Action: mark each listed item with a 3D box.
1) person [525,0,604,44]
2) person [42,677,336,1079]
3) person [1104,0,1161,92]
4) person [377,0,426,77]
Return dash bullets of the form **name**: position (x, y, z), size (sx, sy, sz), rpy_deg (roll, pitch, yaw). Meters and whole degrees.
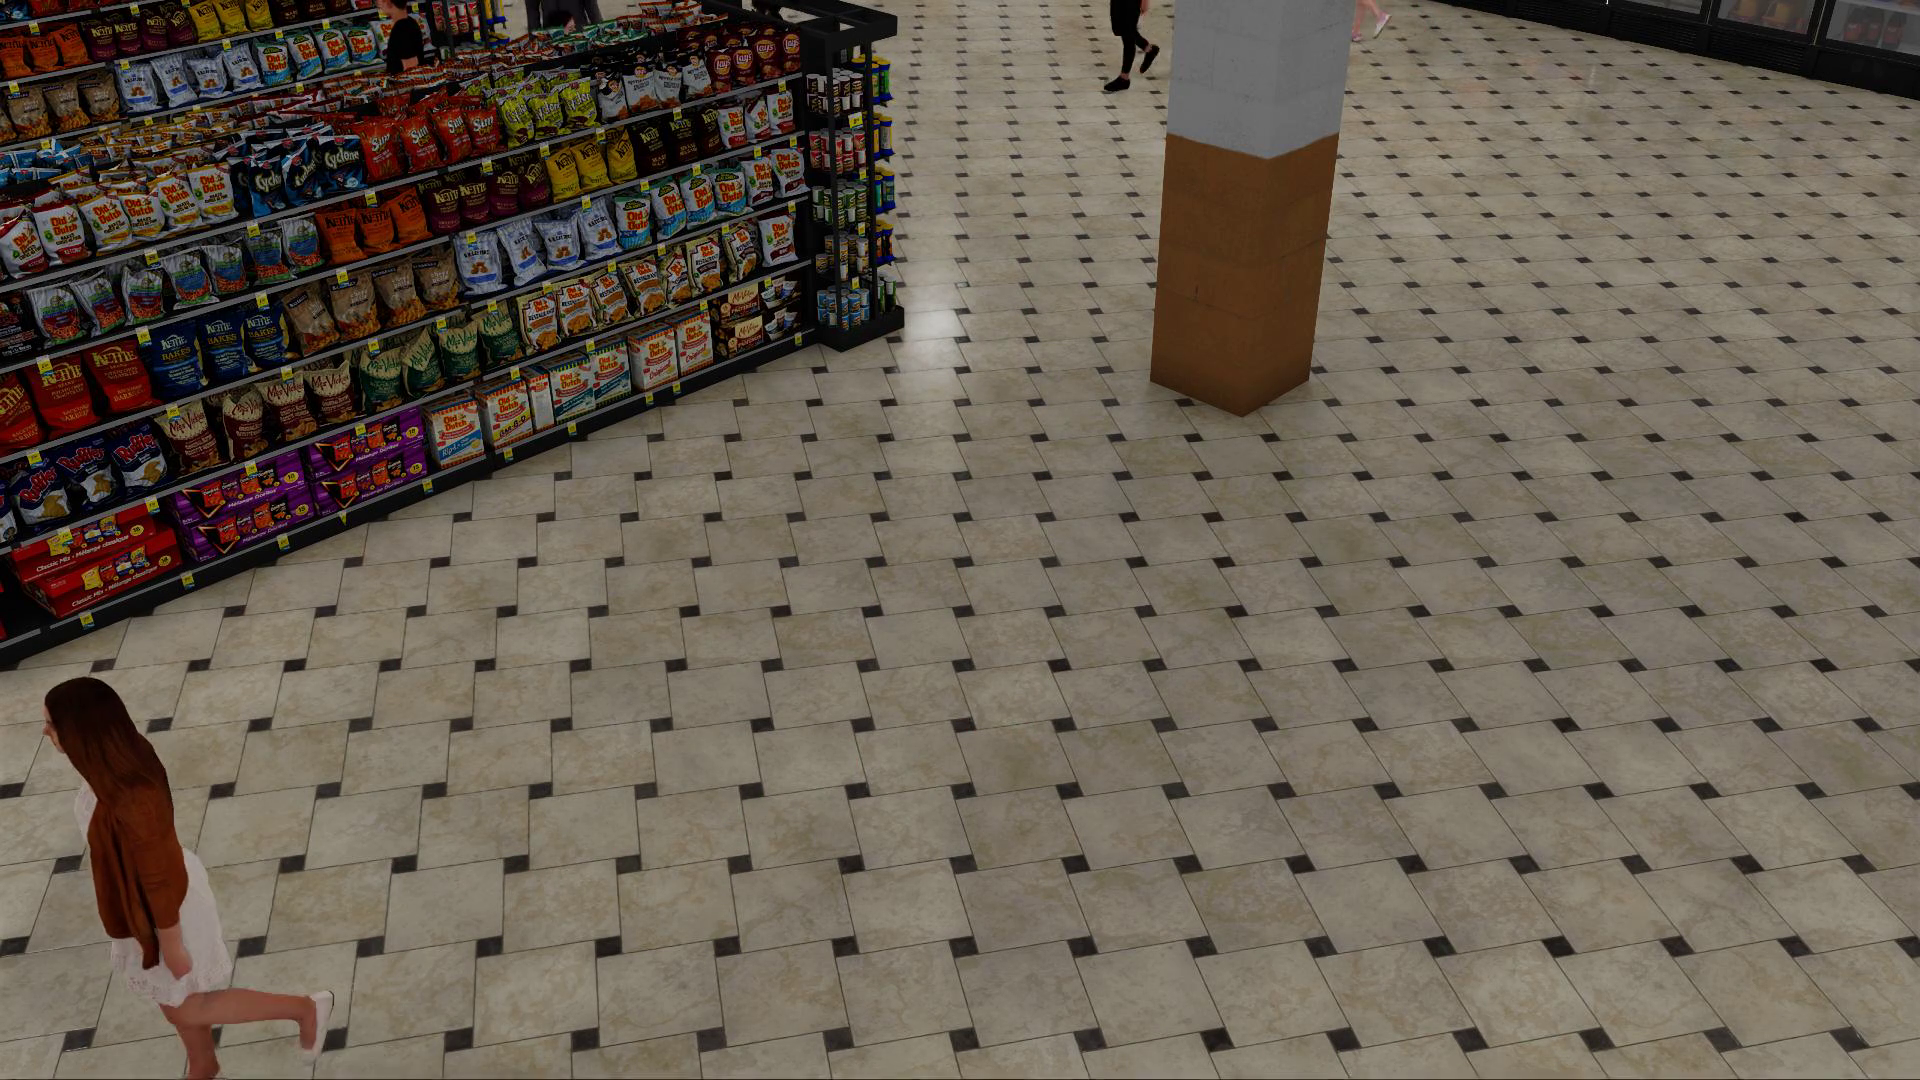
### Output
- **person**: position (-3.131, -3.989, 13.284), size (0.843, 1.847, 0.956), rpy_deg (-8, 33, -12)
- **person**: position (-2.408, 1.120, 5.207), size (0.940, 1.704, 0.743), rpy_deg (-18, 36, -27)
- **person**: position (1.602, -4.920, 14.917), size (0.954, 1.701, 0.740), rpy_deg (-18, 36, -26)
- **person**: position (-3.843, -3.055, 11.768), size (0.763, 1.860, 0.772), rpy_deg (-9, 33, -14)
